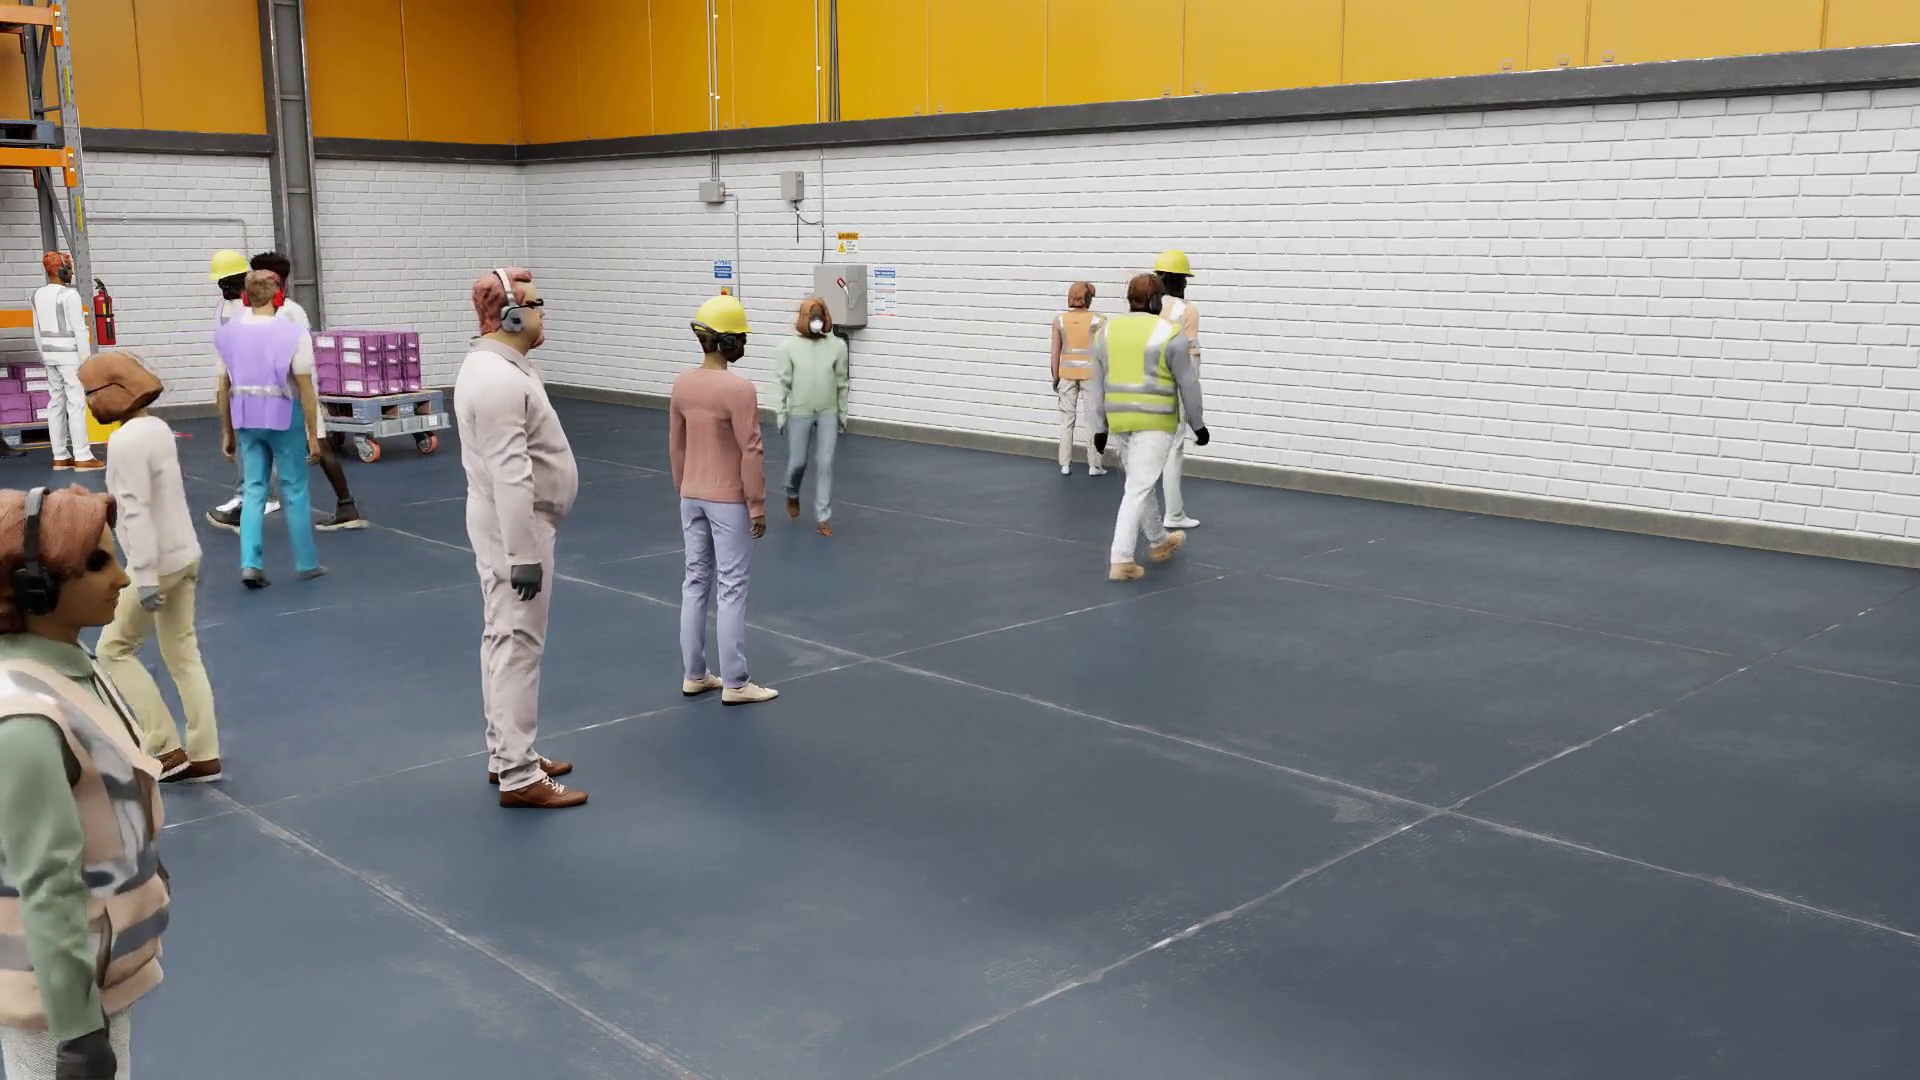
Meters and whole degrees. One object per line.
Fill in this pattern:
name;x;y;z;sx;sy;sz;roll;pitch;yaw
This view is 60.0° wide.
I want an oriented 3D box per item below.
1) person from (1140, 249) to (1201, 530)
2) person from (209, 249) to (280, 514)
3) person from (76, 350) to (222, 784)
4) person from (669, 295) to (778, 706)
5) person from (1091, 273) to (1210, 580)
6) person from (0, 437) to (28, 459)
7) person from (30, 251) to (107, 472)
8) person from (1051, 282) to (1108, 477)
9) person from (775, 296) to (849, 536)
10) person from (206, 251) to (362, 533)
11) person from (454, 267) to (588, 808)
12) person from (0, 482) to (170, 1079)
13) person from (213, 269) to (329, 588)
person;1.422;-1.037;11.514;0.382;1.923;0.591;-10;14;-44
person;-5.204;-1.135;12.061;0.584;1.920;0.383;6;12;32
person;-2.957;0.115;6.072;0.454;1.603;0.525;-1;10;-6
person;-1.029;-0.171;7.228;0.533;1.767;0.327;9;14;40
person;1.143;-0.690;9.974;0.642;1.789;0.975;9;14;42
person;-8.976;-1.631;14.840;0.543;1.904;0.917;10;14;42
person;-7.674;-1.525;14.292;0.576;1.882;0.355;5;11;23
person;1.012;-1.346;13.987;0.514;1.636;0.314;4;11;21
person;-1.020;-0.861;11.389;0.508;1.618;0.614;-3;11;-16
person;-4.604;-0.988;11.274;1.028;1.911;0.621;0;10;-2
person;-1.563;-0.007;5.933;0.409;1.913;0.647;-4;11;-20
person;-1.431;0.724;2.696;0.309;1.638;0.520;-5;12;-26
person;-3.982;-0.629;9.604;0.575;1.860;0.552;1;10;3
